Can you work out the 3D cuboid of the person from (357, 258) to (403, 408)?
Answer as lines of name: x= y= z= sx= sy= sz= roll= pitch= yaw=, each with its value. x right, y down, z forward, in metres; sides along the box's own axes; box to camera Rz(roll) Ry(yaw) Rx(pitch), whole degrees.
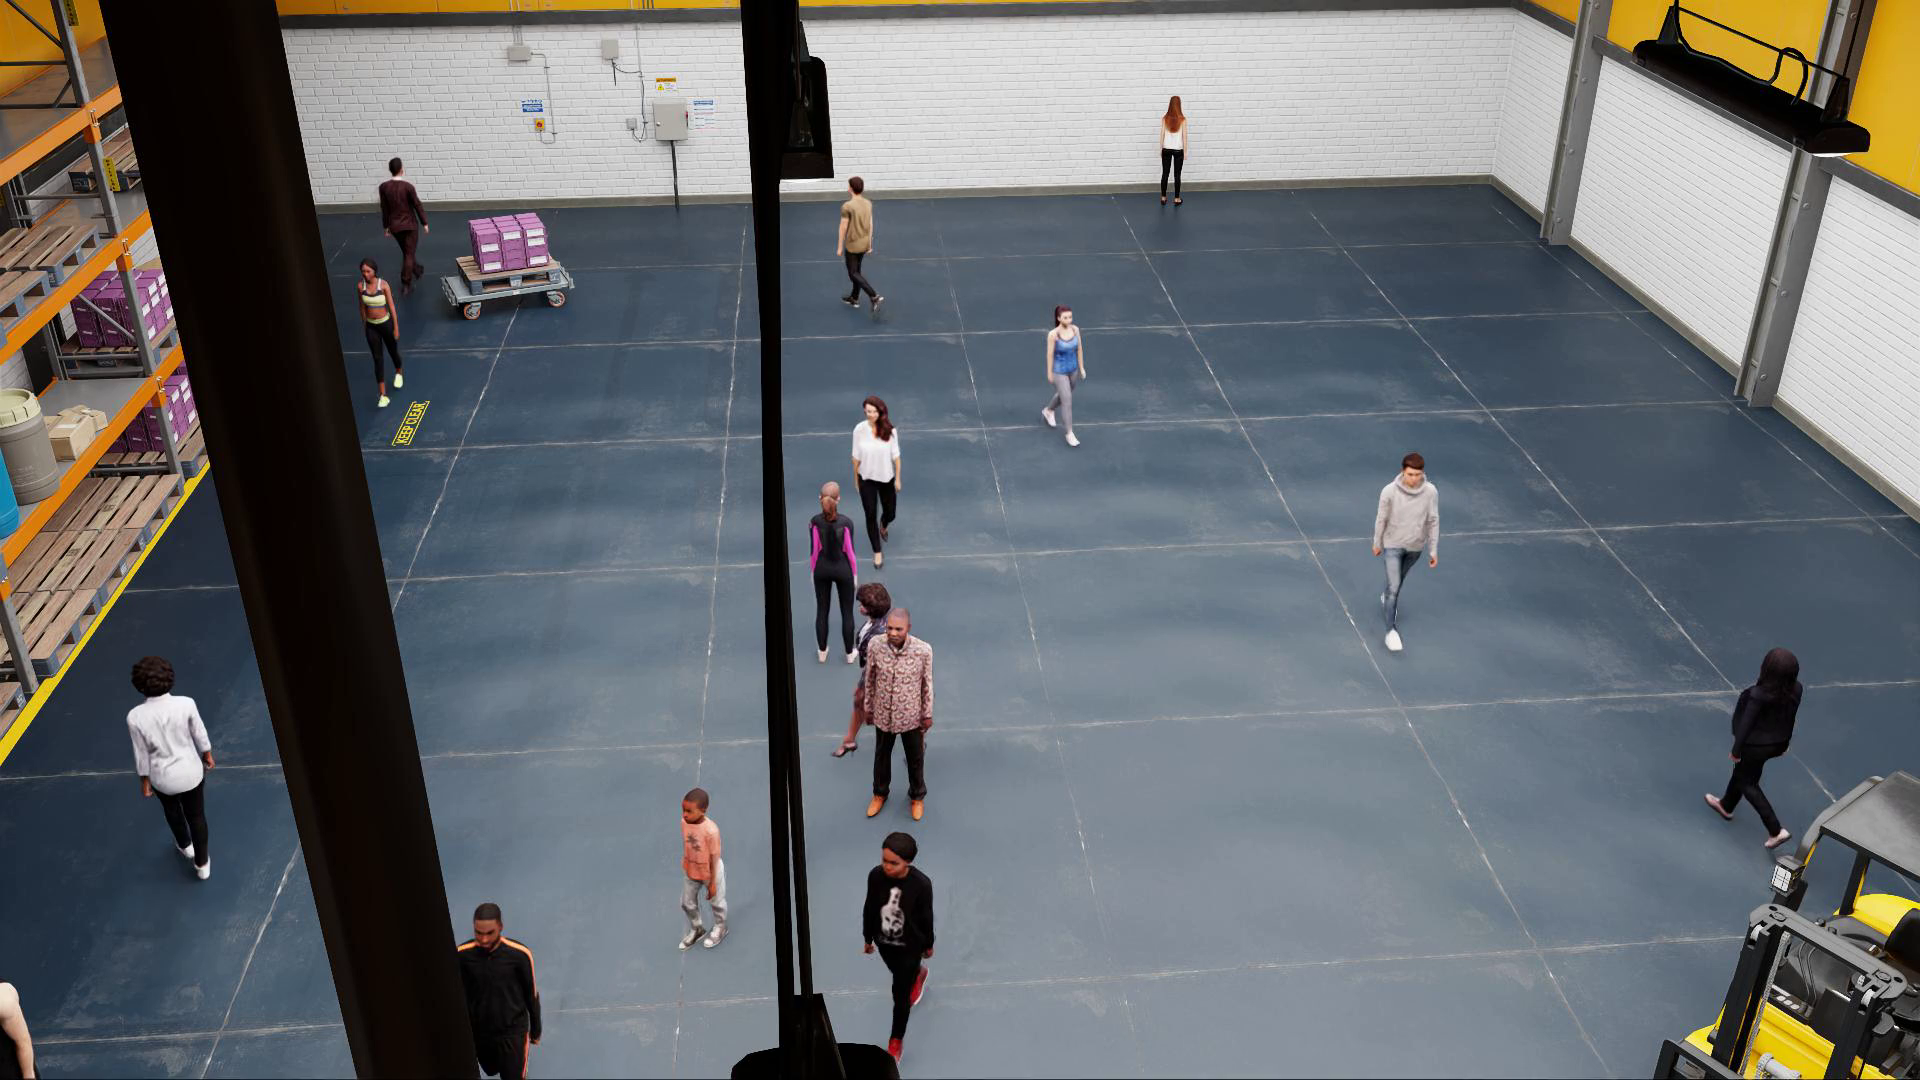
person: x=-6.840 y=-2.520 z=19.747 sx=0.571 sy=1.706 sz=1.109 roll=-2 pitch=29 yaw=-4

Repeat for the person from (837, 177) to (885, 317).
person: x=-1.326 y=-3.886 z=22.122 sx=1.206 sy=1.830 sz=1.131 roll=24 pitch=37 yaw=36

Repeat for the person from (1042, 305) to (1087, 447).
person: x=1.148 y=-1.912 z=18.763 sx=0.891 sy=1.581 sz=1.111 roll=-18 pitch=33 yaw=-29

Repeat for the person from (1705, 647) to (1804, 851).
person: x=6.012 y=1.565 z=12.374 sx=0.890 sy=1.595 sz=1.129 roll=-13 pitch=31 yaw=-23

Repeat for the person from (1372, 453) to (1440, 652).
person: x=3.994 y=-0.003 z=15.020 sx=0.688 sy=1.813 sz=1.215 roll=-1 pitch=29 yaw=-3

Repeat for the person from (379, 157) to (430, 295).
person: x=-7.653 y=-4.265 z=22.834 sx=0.836 sy=1.813 sz=1.262 roll=2 pitch=29 yaw=3

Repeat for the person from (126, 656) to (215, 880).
person: x=-5.630 y=1.681 z=11.954 sx=0.834 sy=1.793 sz=0.917 roll=-15 pitch=32 yaw=-25

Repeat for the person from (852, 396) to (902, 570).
person: x=-0.803 y=-0.601 z=16.147 sx=0.644 sy=1.784 sz=0.816 roll=-1 pitch=29 yaw=-1

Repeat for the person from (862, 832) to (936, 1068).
person: x=-0.356 y=2.500 z=10.610 sx=0.924 sy=1.642 sz=1.183 roll=10 pitch=30 yaw=18

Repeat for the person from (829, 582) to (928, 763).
person: x=-0.548 y=1.104 z=13.162 sx=0.736 sy=1.649 sz=0.970 roll=-5 pitch=29 yaw=-9

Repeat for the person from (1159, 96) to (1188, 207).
person: x=3.390 y=-6.198 z=26.474 sx=0.652 sy=1.720 sz=0.633 roll=10 pitch=30 yaw=17

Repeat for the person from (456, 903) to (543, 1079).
person: x=-2.718 y=2.826 z=9.862 sx=0.687 sy=1.788 sz=1.124 roll=0 pitch=29 yaw=0

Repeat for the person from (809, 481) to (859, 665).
person: x=-1.107 y=0.290 z=14.553 sx=0.580 sy=1.747 sz=0.574 roll=2 pitch=29 yaw=3

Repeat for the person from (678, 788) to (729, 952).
person: x=-1.718 y=2.233 z=11.460 sx=0.614 sy=1.297 sz=0.682 roll=15 pitch=32 yaw=26

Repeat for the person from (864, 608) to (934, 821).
person: x=-0.465 y=1.291 z=12.653 sx=0.737 sy=1.808 sz=0.674 roll=4 pitch=29 yaw=8
